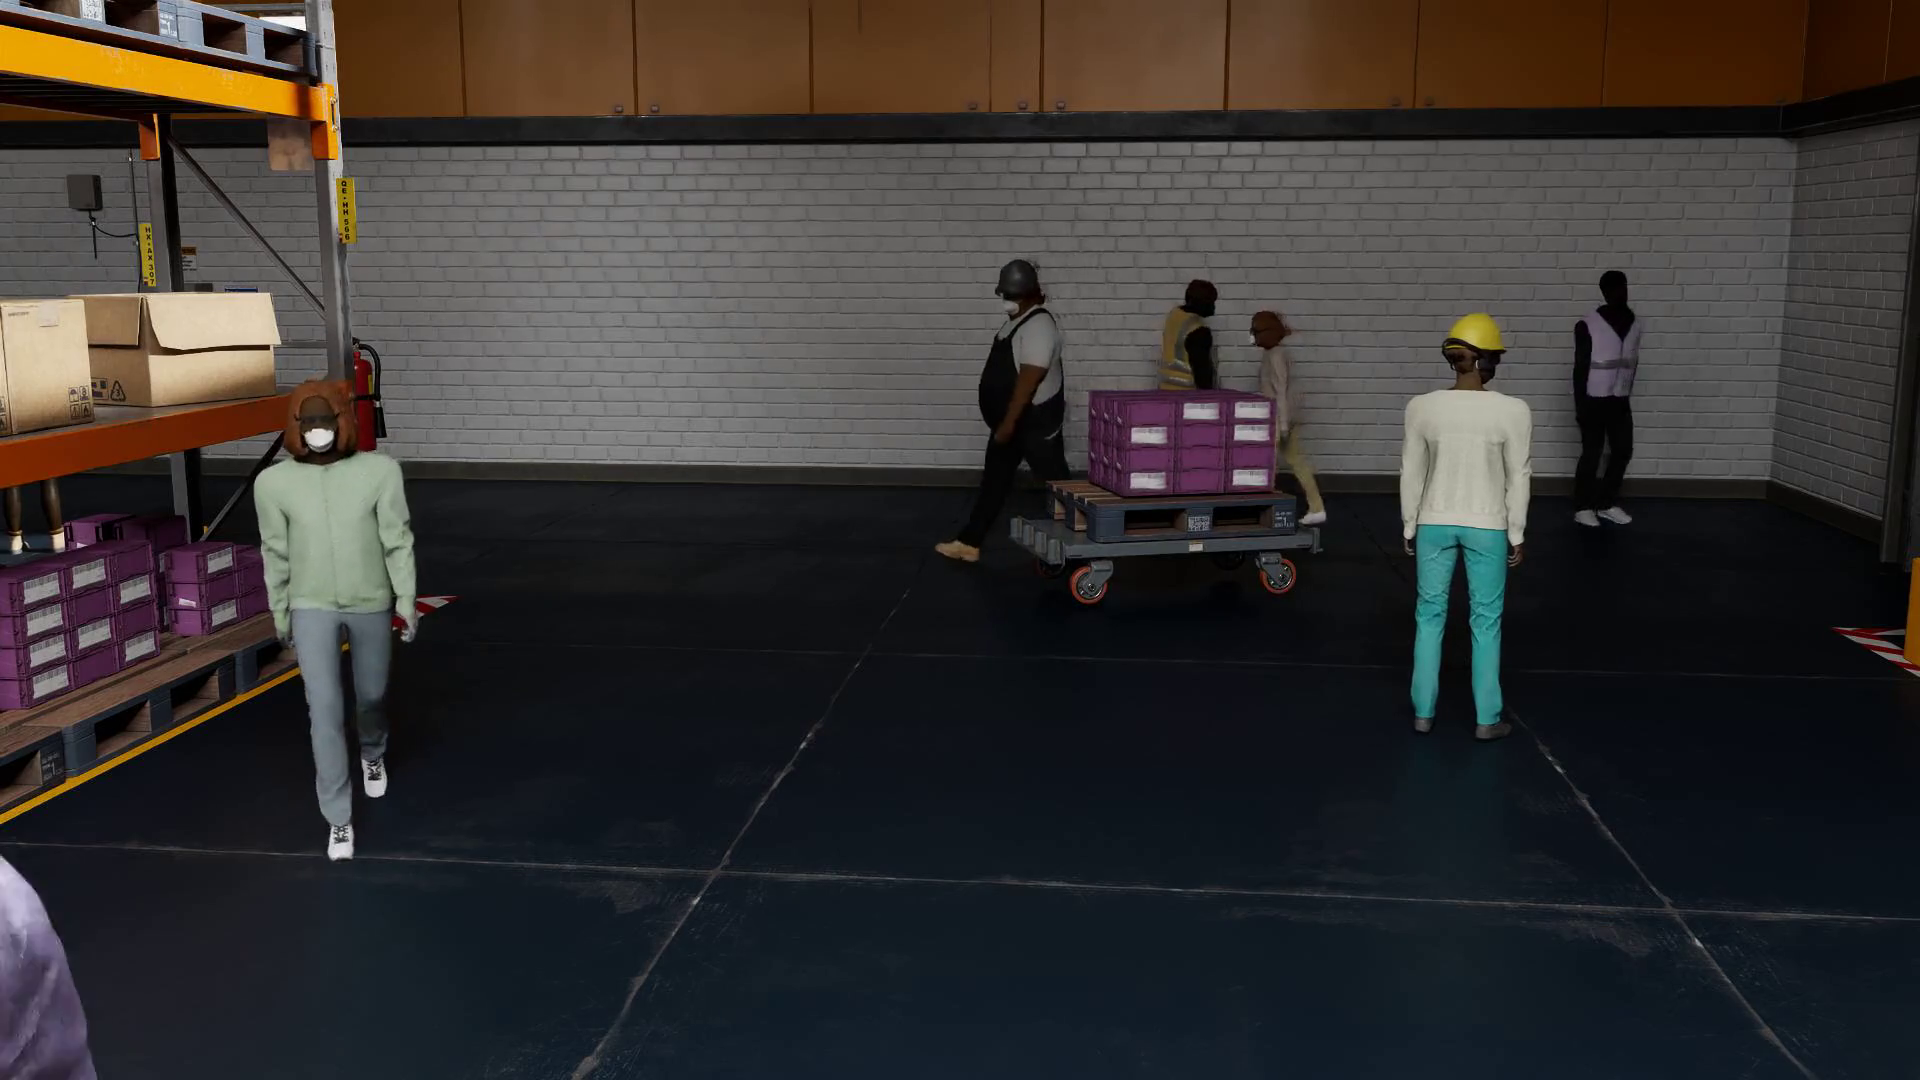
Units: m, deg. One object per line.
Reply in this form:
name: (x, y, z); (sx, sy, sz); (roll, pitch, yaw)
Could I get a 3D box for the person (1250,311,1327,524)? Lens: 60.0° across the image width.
person: (2.339, -0.861, 12.072); (0.774, 1.590, 0.518); (1, 10, 4)

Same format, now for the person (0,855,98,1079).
person: (-1.093, 0.825, 1.556); (0.648, 1.888, 0.798); (6, 12, 31)

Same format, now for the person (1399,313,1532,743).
person: (2.078, -0.047, 6.874); (0.526, 1.765, 0.329); (6, 11, 29)

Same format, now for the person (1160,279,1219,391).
person: (1.751, -1.073, 12.677); (0.432, 1.797, 0.719); (-2, 10, -13)

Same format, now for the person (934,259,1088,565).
person: (0.409, -0.836, 10.596); (1.023, 2.000, 0.689); (-3, 10, -16)

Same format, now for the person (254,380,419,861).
person: (-2.163, 0.224, 5.807); (0.504, 1.592, 0.845); (-4, 11, -21)

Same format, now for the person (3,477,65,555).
person: (-6.218, -0.743, 11.062); (0.533, 1.692, 0.322); (-1, 10, -8)

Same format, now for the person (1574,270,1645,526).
person: (4.679, -1.021, 12.124); (0.614, 1.874, 0.494); (-3, 10, -17)
